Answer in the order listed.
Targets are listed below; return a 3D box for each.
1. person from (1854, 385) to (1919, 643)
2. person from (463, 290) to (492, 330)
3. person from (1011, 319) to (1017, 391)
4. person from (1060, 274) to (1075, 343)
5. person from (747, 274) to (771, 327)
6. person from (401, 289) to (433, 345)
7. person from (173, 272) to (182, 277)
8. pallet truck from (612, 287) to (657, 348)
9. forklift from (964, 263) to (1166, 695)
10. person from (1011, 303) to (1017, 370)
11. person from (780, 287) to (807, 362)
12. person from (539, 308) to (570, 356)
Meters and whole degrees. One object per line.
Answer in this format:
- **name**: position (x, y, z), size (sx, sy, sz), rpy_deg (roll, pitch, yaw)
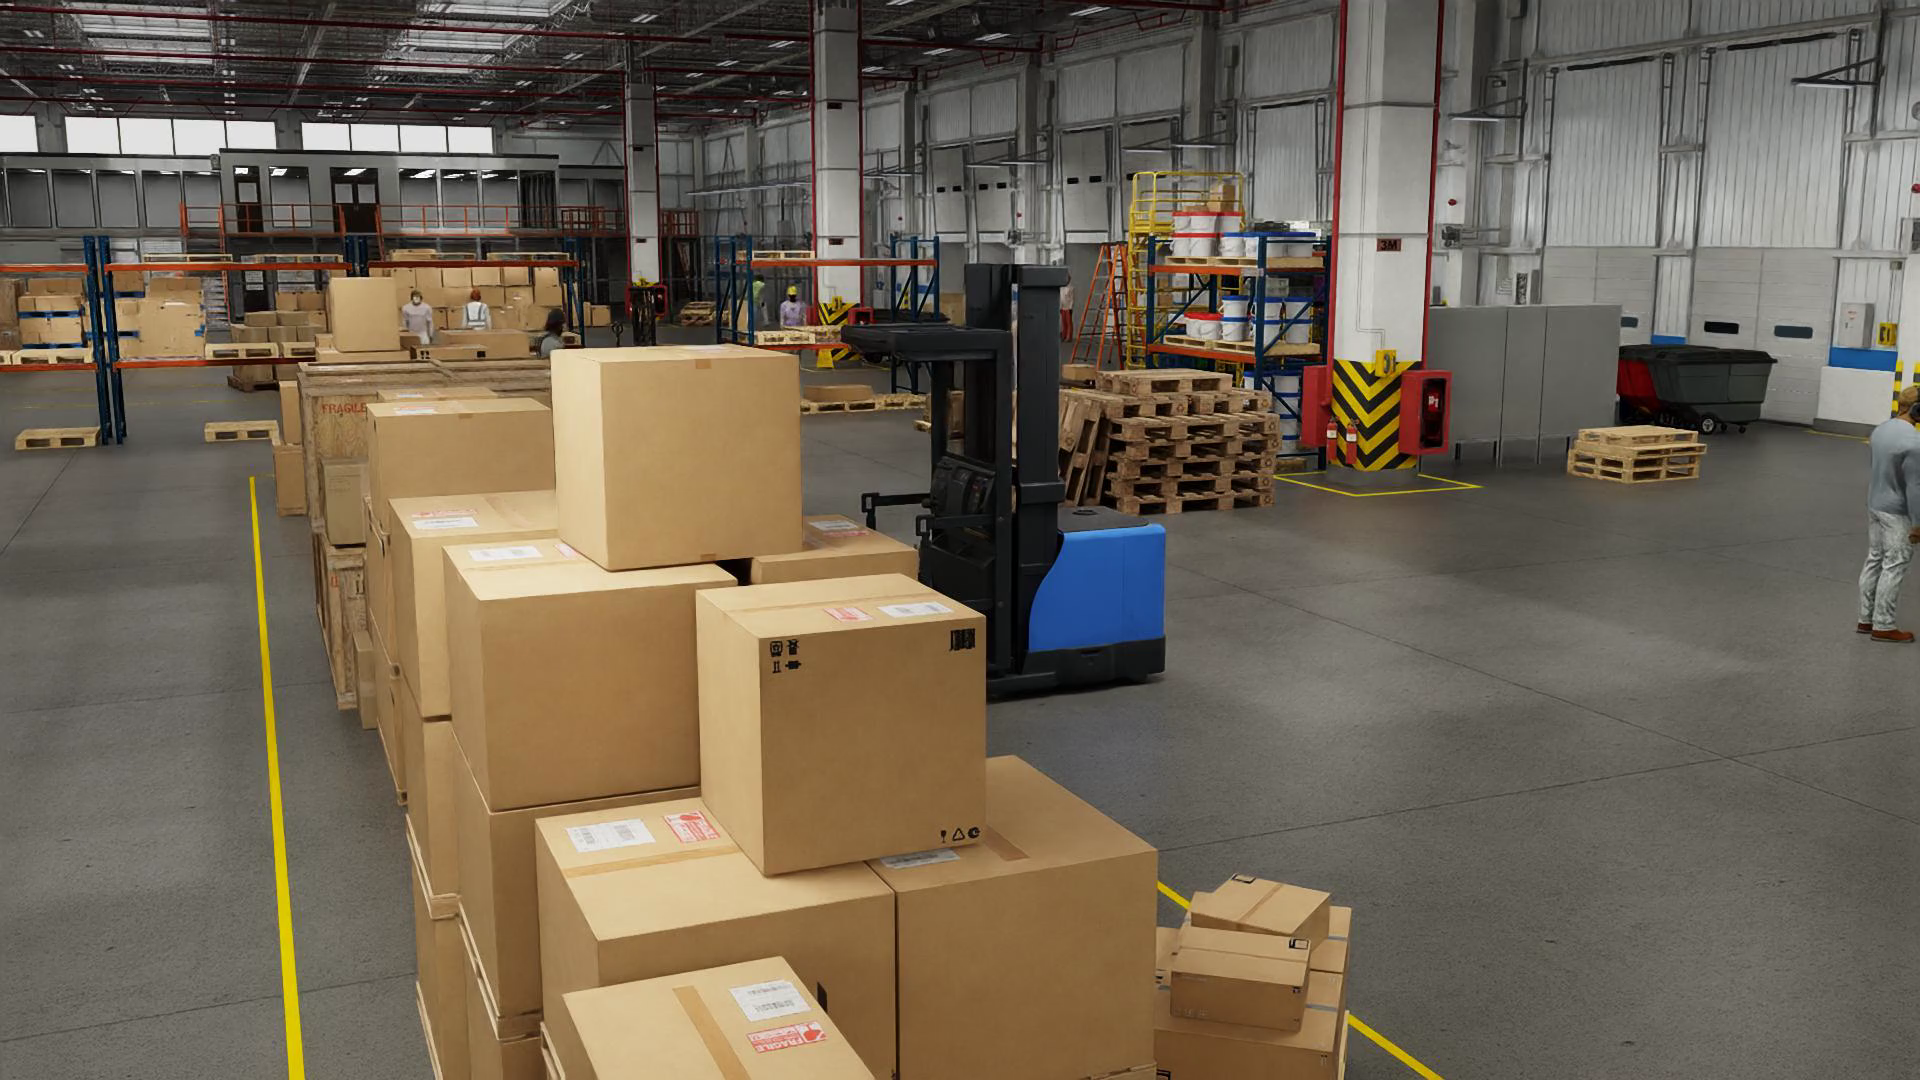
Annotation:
- **person**: position (6.961, -0.192, 12.379), size (0.369, 1.928, 0.639), rpy_deg (0, 10, 1)
- **person**: position (-10.807, -4.688, 37.393), size (0.588, 1.832, 0.956), rpy_deg (2, 11, 13)
- **person**: position (1.162, -3.352, 29.920), size (0.591, 1.892, 0.831), rpy_deg (3, 11, 14)
- **person**: position (3.070, -6.692, 48.009), size (0.386, 1.996, 0.610), rpy_deg (-5, 12, -28)
- **person**: position (-6.835, -8.088, 56.255), size (0.634, 1.807, 0.942), rpy_deg (8, 13, 39)
- **person**: position (-11.553, -4.370, 35.435), size (0.634, 1.921, 0.454), rpy_deg (-3, 11, -18)
- **person**: position (-25.010, -7.602, 53.220), size (0.786, 1.912, 0.545), rpy_deg (-8, 13, -39)
- **pallet truck**: position (-6.464, -4.406, 35.401), size (0.823, 1.965, 1.885), rpy_deg (6, 12, 32)
- **forklift**: position (0.363, -0.447, 11.149), size (1.873, 2.768, 1.129), rpy_deg (-4, 11, -23)
- **person**: position (1.033, -4.632, 37.140), size (0.618, 1.825, 0.760), rpy_deg (2, 11, 12)
- **person**: position (-3.816, -4.831, 38.041), size (0.615, 1.884, 0.931), rpy_deg (0, 10, -3)
- **person**: position (-5.701, -2.265, 23.486), size (0.637, 2.000, 0.693), rpy_deg (-4, 11, -19)
